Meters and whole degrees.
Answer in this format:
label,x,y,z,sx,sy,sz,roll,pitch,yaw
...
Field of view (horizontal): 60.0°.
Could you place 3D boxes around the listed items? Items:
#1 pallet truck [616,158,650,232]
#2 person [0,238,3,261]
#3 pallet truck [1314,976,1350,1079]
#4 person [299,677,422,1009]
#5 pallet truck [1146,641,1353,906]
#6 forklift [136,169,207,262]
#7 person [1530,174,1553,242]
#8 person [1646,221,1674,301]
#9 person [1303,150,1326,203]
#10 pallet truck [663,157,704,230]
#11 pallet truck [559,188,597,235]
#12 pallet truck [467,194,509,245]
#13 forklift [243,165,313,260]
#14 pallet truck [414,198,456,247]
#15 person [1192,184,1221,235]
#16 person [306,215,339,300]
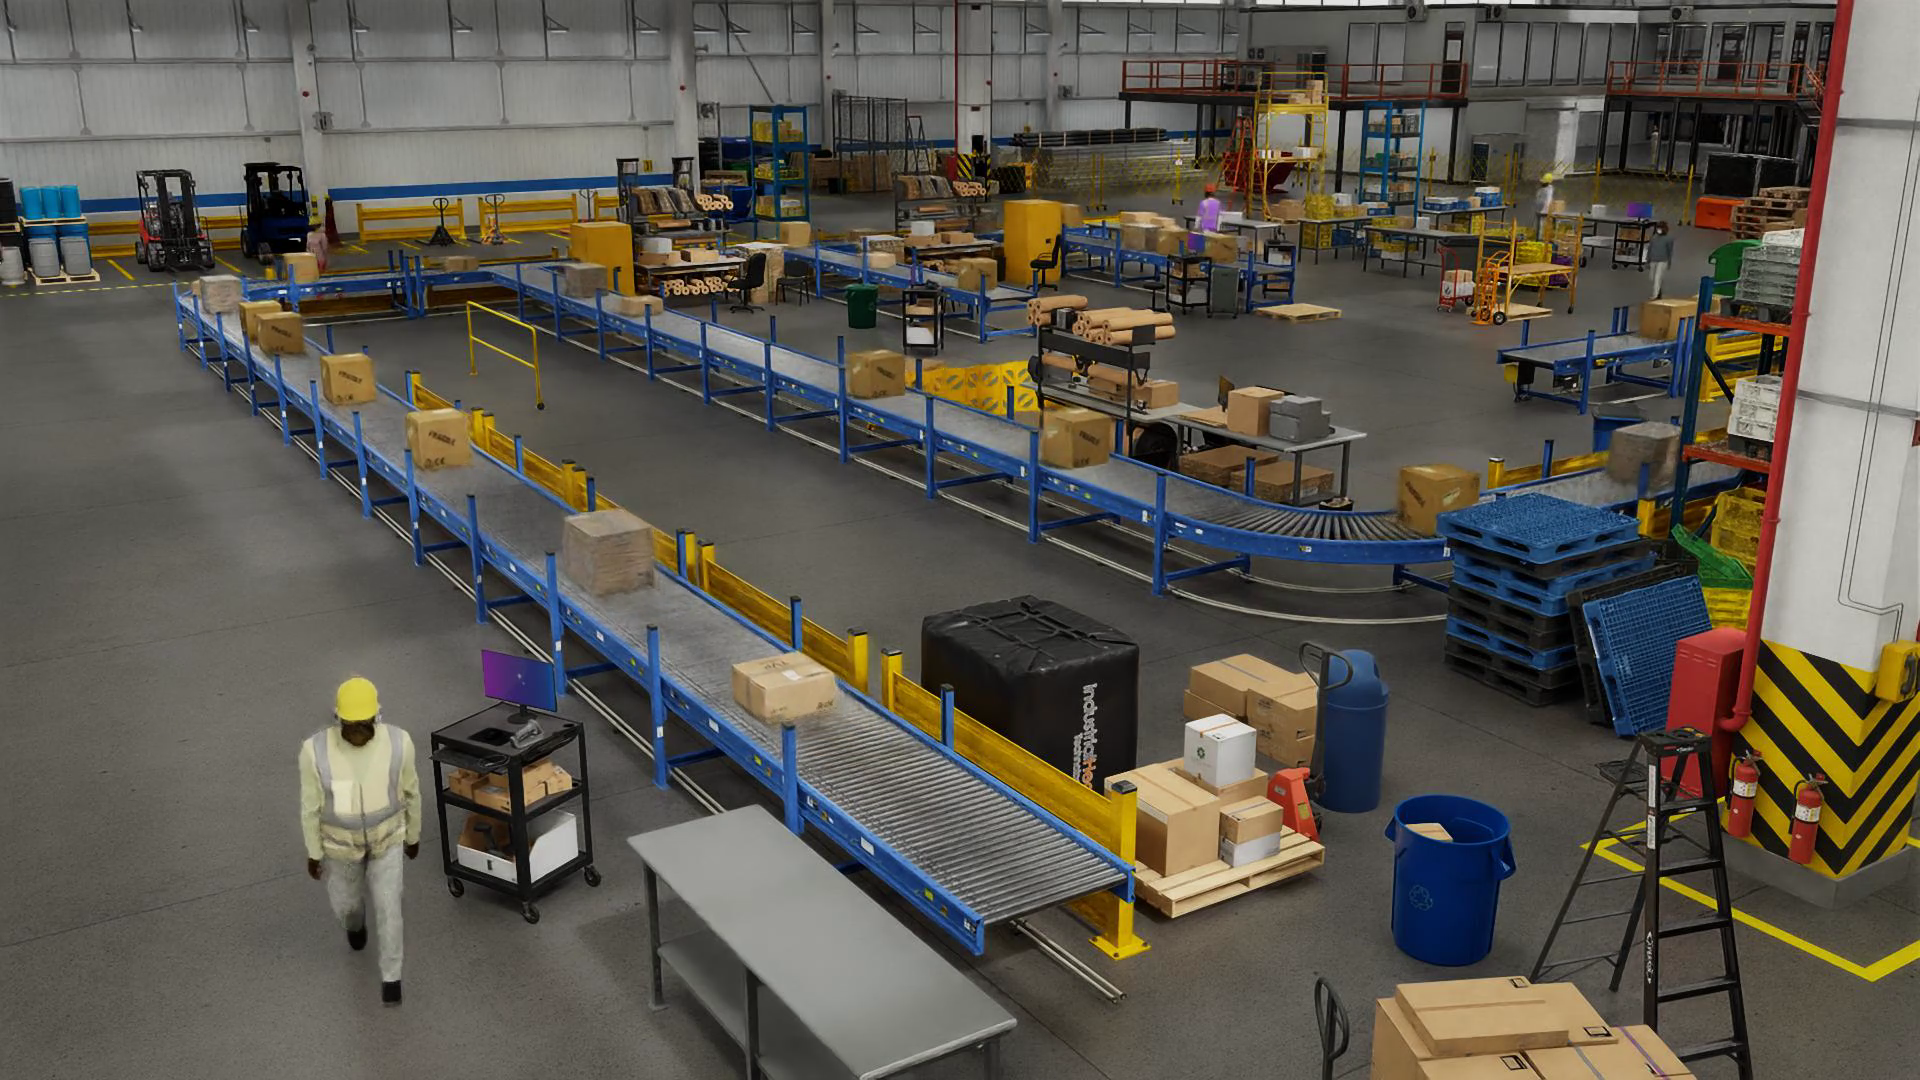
label,x,y,z,sx,sy,sz,roll,pitch,yaw
pallet truck,-8.918,-9.176,44.255,0.823,1.965,1.885,-9,19,-27
person,-18.811,-5.499,32.120,0.597,1.935,0.996,-3,17,-9
pallet truck,2.299,2.390,7.086,1.601,1.201,0.680,-2,17,-7
person,-3.178,1.551,8.878,0.607,1.814,0.682,-7,18,-21
pallet truck,1.664,1.407,10.232,1.630,1.274,0.653,-10,20,-31
forklift,-17.842,-7.318,37.559,1.157,1.987,2.680,-10,20,-31
person,14.493,-8.239,41.488,0.433,1.796,0.623,-1,17,-5
person,13.638,-5.417,32.406,0.631,1.616,0.506,-15,22,-40
person,11.070,-11.217,51.549,0.506,1.690,0.888,-10,20,-31
pallet truck,-7.586,-9.308,44.692,0.823,1.965,1.885,-11,20,-33
pallet truck,-10.010,-8.652,43.699,0.653,1.274,1.630,-10,20,-31
pallet truck,-11.983,-8.177,42.137,0.704,1.261,1.522,-11,20,-33
forklift,-15.898,-7.669,38.708,1.157,1.987,2.680,-11,20,-33
pallet truck,-13.250,-8.060,41.856,0.680,1.201,1.601,-10,20,-31
person,5.507,-6.978,37.145,0.557,1.886,0.990,-8,19,-26
person,-12.364,-5.422,32.187,0.523,1.740,0.782,11,20,31
